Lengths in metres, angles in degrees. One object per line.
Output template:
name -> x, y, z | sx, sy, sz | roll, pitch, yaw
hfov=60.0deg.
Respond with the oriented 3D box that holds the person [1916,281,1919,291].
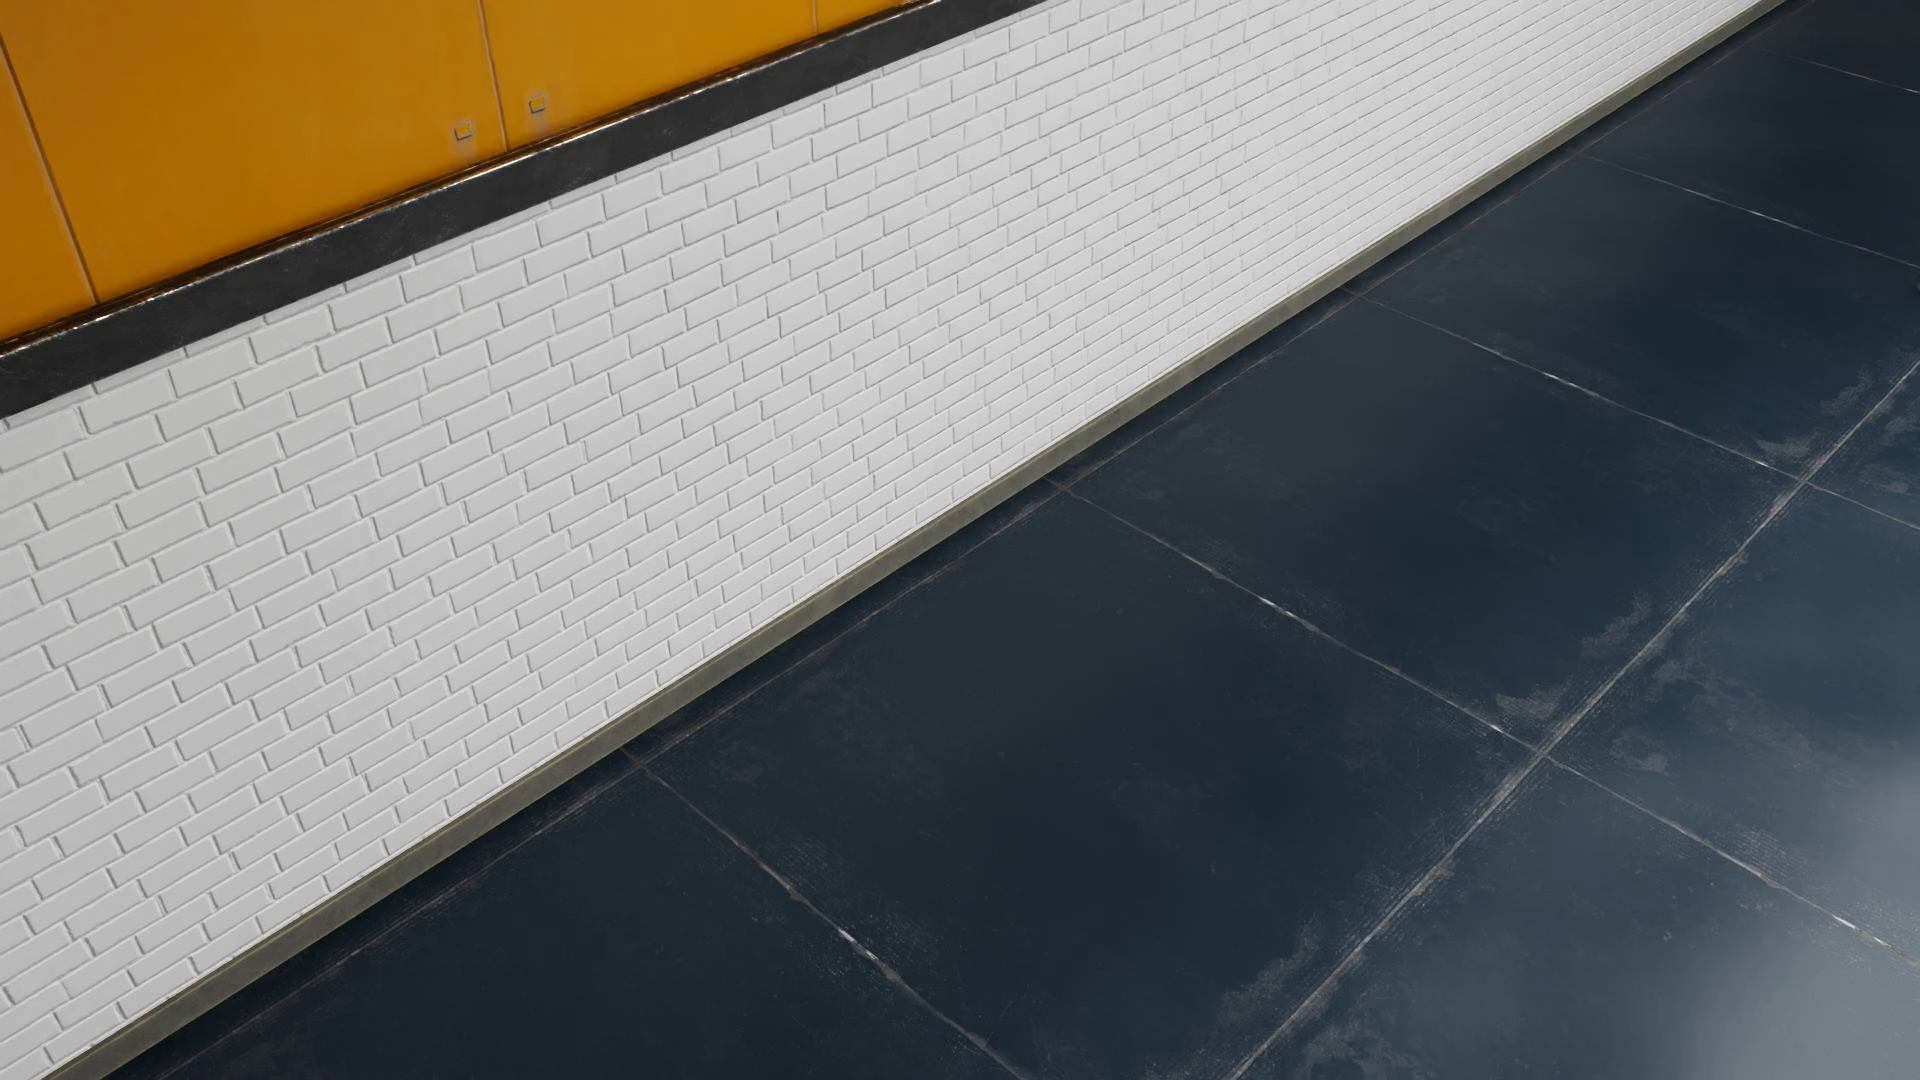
person -> 6.931, -2.371, 10.515 | 1.061, 1.986, 0.611 | 6, 39, 7
